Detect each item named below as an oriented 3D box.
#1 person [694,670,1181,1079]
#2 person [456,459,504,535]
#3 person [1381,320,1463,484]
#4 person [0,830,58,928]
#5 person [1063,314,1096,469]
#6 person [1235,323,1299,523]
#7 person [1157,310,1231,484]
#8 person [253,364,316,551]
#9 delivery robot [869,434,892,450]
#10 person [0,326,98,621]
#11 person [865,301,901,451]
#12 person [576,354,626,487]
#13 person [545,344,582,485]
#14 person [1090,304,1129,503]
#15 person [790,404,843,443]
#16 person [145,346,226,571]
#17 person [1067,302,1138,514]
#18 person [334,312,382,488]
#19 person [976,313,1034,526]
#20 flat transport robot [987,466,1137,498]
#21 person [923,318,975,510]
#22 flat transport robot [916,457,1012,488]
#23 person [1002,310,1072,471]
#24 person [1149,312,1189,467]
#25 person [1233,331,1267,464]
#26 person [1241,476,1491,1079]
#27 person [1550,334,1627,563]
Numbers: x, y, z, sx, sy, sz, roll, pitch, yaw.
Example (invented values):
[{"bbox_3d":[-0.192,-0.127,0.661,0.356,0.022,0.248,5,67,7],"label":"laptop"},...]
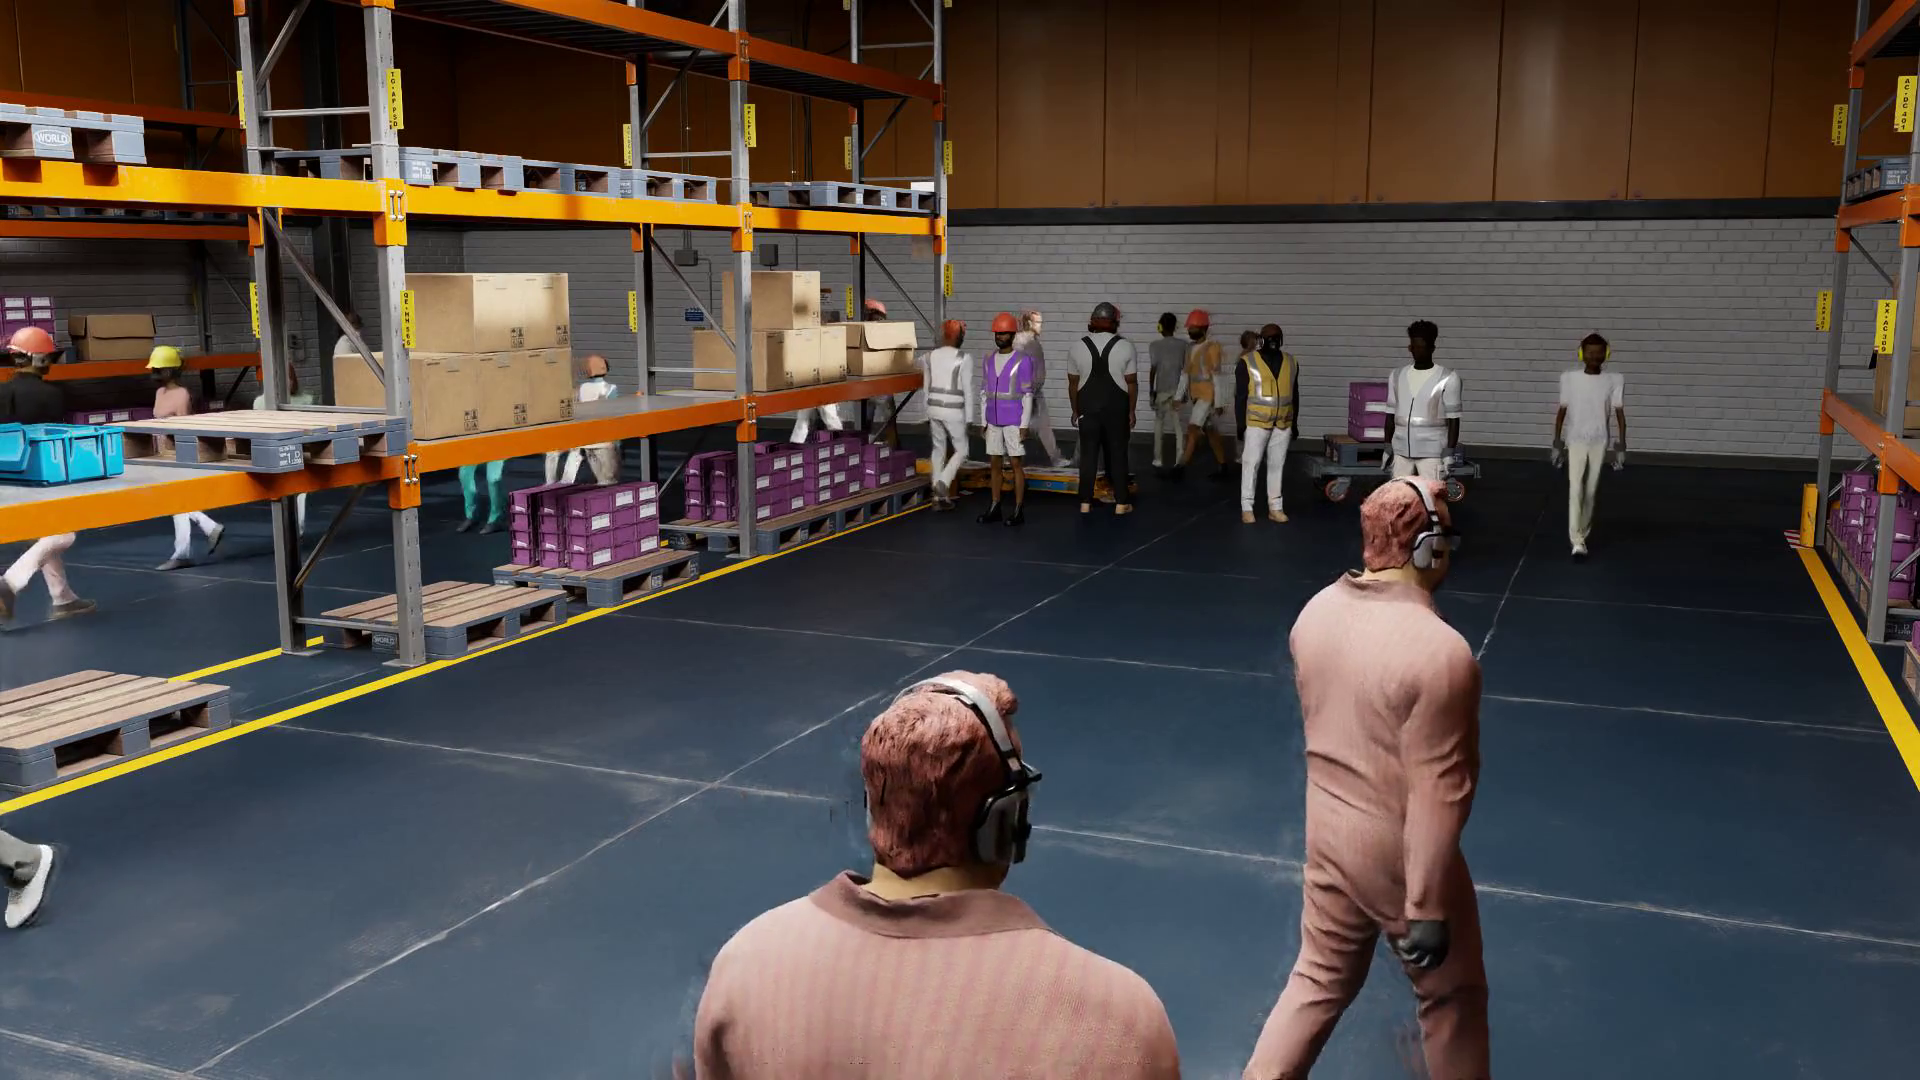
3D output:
[{"bbox_3d":[0.019,1.093,2.196,0.659,1.855,1.017,6,11,32],"label":"person"},{"bbox_3d":[-4.167,-0.881,14.561,0.573,1.722,0.470,4,10,23],"label":"person"},{"bbox_3d":[3.473,-0.681,12.594,0.613,1.964,0.361,8,13,42],"label":"person"},{"bbox_3d":[-3.572,0.511,5.583,0.595,1.901,0.811,7,12,36],"label":"person"},{"bbox_3d":[1.506,-1.548,18.069,0.653,1.889,0.973,-8,12,-40],"label":"person"},{"bbox_3d":[2.841,-1.070,15.332,0.634,1.841,0.429,-2,10,-13],"label":"person"},{"bbox_3d":[2.600,-1.554,18.145,0.981,1.886,0.556,-3,10,-19],"label":"person"},{"bbox_3d":[-5.647,-0.704,13.952,0.516,1.567,0.967,-2,10,-11],"label":"person"},{"bbox_3d":[-1.077,-1.022,18.643,0.707,0.478,0.477,7,11,35],"label":"delivery robot"},{"bbox_3d":[-6.125,-0.419,10.980,0.632,1.975,0.758,4,10,24],"label":"person"},{"bbox_3d":[-0.881,-1.637,18.363,0.676,1.971,1.035,7,12,38],"label":"person"},{"bbox_3d":[-3.168,-0.817,14.477,0.529,1.605,0.565,7,12,38],"label":"person"},{"bbox_3d":[-3.993,-1.172,16.595,0.512,1.621,0.375,7,11,34],"label":"person"},{"bbox_3d":[1.501,-1.372,16.703,0.393,1.990,0.616,-2,10,-14],"label":"person"},{"bbox_3d":[-1.715,-1.732,19.516,0.958,1.791,0.627,-5,10,-26],"label":"person"},{"bbox_3d":[-6.087,-0.646,13.015,0.521,1.750,0.543,-9,13,-43],"label":"person"},{"bbox_3d":[1.383,-1.273,15.956,0.676,2.000,0.536,2,10,15],"label":"person"},{"bbox_3d":[-6.447,-1.485,17.739,0.385,1.892,0.785,-2,10,-9],"label":"person"},{"bbox_3d":[0.404,-1.097,15.189,0.547,1.942,0.351,7,12,35],"label":"person"},{"bbox_3d":[1.054,-0.614,17.312,1.431,0.197,0.652,6,11,32],"label":"flat transport robot"},{"bbox_3d":[-0.148,-1.189,15.948,0.621,1.867,0.532,7,11,35],"label":"person"},{"bbox_3d":[-0.147,-0.743,18.095,1.431,0.197,0.652,7,12,37],"label":"flat transport robot"},{"bbox_3d":[0.837,-1.672,18.942,0.992,1.855,0.657,5,10,27],"label":"person"},{"bbox_3d":[2.447,-1.730,19.357,0.525,1.842,0.808,-1,9,-5],"label":"person"},{"bbox_3d":[3.454,-1.674,19.717,0.576,1.607,0.509,-9,13,-43],"label":"person"},{"bbox_3d":[1.078,0.763,4.167,0.903,1.868,0.663,-4,10,-21],"label":"person"},{"bbox_3d":[5.050,-0.730,13.322,0.554,1.818,0.956,2,10,14],"label":"person"}]
